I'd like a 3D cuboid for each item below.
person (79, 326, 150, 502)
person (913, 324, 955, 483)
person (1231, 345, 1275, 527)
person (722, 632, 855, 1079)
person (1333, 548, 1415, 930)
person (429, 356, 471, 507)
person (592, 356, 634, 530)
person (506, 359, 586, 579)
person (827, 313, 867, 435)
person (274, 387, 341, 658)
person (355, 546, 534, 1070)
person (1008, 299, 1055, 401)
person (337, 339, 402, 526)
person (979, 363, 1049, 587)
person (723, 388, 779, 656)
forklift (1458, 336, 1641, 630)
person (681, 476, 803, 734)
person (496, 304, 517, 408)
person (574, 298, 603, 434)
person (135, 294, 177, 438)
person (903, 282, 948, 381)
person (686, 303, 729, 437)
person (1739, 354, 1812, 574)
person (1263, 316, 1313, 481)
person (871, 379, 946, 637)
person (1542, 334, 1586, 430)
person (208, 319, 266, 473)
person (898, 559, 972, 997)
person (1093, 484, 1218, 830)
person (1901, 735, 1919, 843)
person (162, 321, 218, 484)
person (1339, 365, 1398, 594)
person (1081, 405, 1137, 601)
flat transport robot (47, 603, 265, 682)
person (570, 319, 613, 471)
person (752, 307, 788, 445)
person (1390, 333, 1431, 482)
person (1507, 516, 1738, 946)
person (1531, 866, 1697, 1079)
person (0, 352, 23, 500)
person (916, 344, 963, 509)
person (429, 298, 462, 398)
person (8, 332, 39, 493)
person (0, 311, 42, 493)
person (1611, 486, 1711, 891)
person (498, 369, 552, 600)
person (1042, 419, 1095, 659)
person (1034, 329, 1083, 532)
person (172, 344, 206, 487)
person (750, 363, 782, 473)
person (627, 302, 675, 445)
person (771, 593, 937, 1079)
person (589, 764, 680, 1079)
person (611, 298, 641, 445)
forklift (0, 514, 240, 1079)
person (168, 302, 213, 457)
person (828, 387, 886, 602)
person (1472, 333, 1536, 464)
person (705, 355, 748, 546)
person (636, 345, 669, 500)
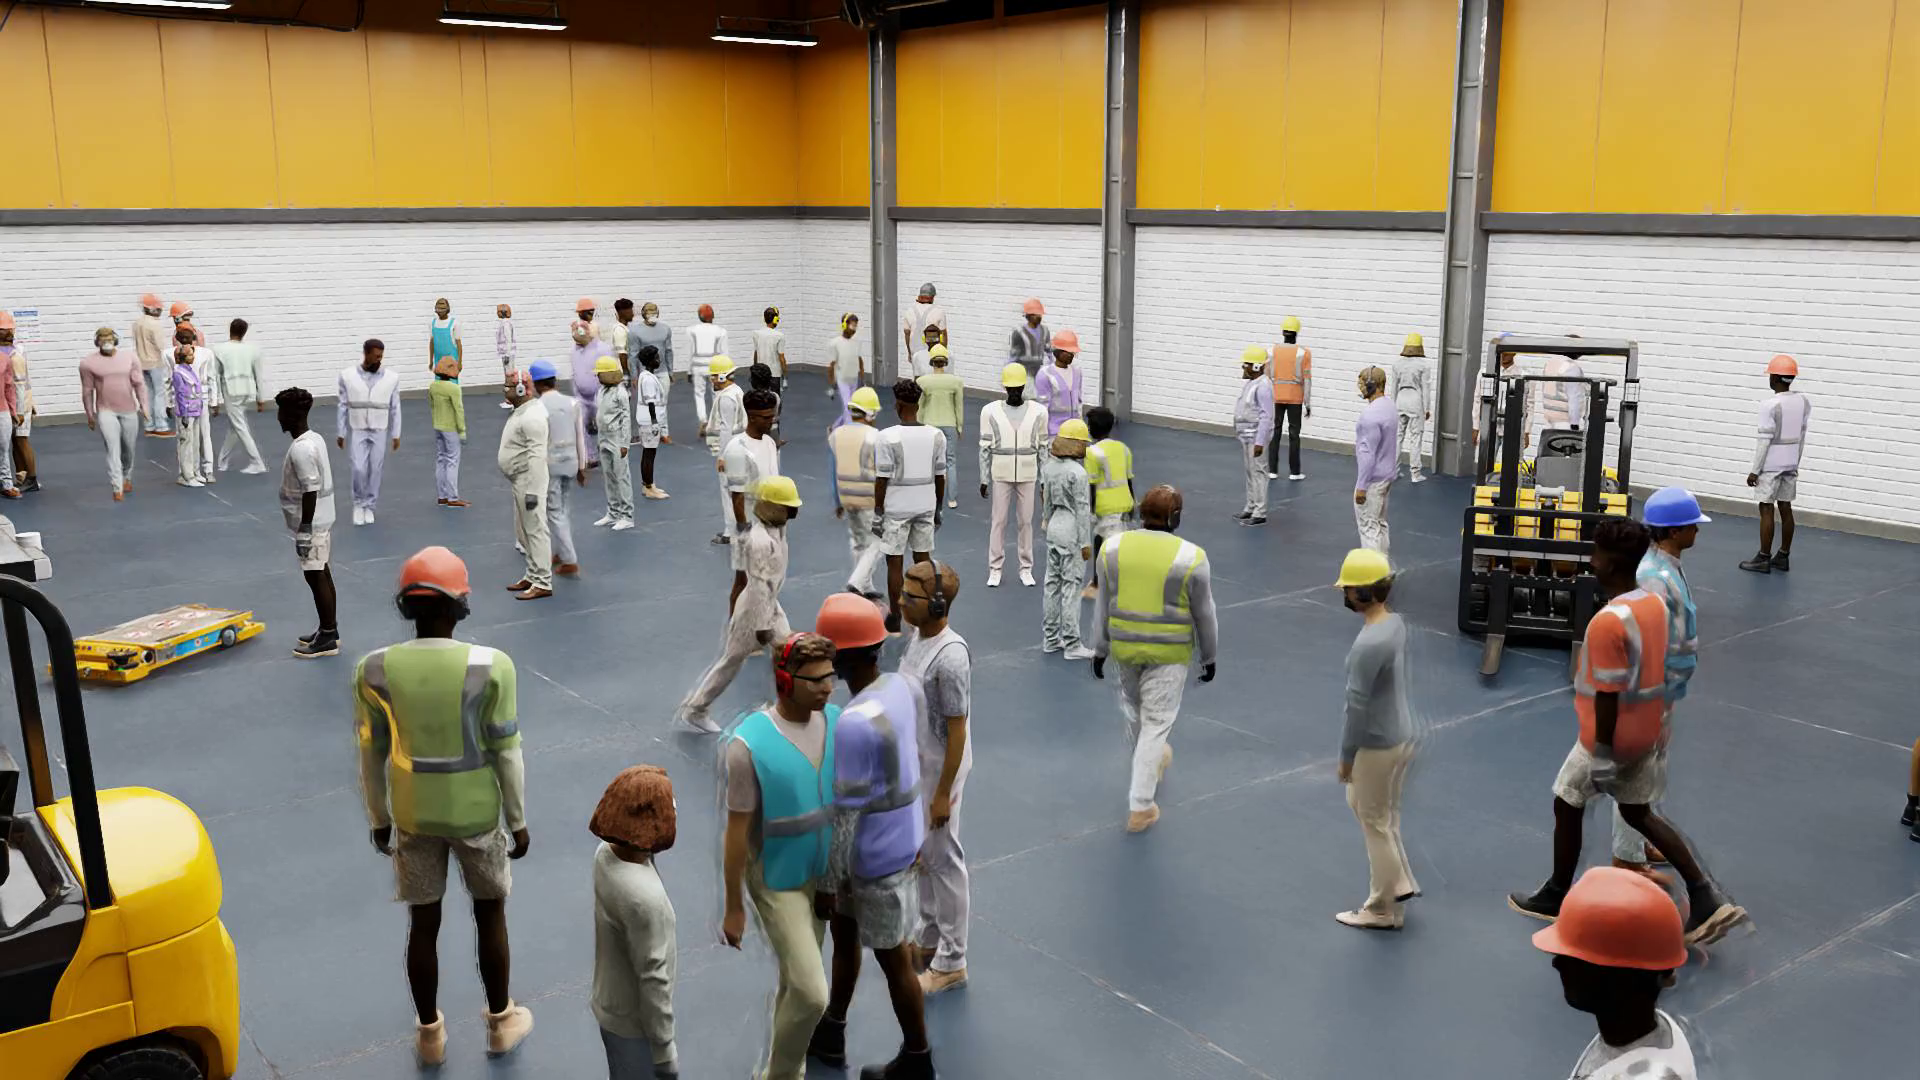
[{"bbox_3d":[-9.359,-1.415,18.435,0.636,1.911,0.903,-8,14,-34],"label":"person"},{"bbox_3d":[-0.297,-1.579,19.309,0.510,1.861,0.324,0,12,-1],"label":"person"},{"bbox_3d":[2.966,-1.049,16.807,0.404,1.833,0.591,0,12,-2],"label":"person"},{"bbox_3d":[-0.558,1.214,5.875,0.510,1.825,0.612,8,14,32],"label":"person"},{"bbox_3d":[1.863,0.905,7.559,0.411,1.743,0.553,5,13,24],"label":"person"},{"bbox_3d":[-5.484,-1.162,17.860,0.503,1.625,0.294,9,15,36],"label":"person"},{"bbox_3d":[-3.493,-0.975,16.673,0.302,1.740,0.494,-11,16,-44],"label":"person"},{"bbox_3d":[-3.572,-0.621,14.540,0.677,1.913,0.632,7,14,32],"label":"person"},{"bbox_3d":[-1.505,-2.045,21.628,0.503,1.839,0.785,-11,16,-42],"label":"person"},{"bbox_3d":[-4.725,-0.133,12.059,0.361,1.963,0.612,-3,12,-13],"label":"person"},{"bbox_3d":[-1.953,1.022,6.356,0.623,2.026,0.449,0,12,2],"label":"person"},{"bbox_3d":[0.972,-2.171,21.856,1.077,1.976,0.620,11,16,43],"label":"person"},{"bbox_3d":[-5.973,-1.084,16.859,0.631,1.874,0.584,-5,13,-24],"label":"person"},{"bbox_3d":[0.463,-0.549,14.162,0.594,1.924,0.382,-1,12,-4],"label":"person"},{"bbox_3d":[-1.484,-0.137,12.119,0.378,1.955,0.602,6,13,25],"label":"person"},{"bbox_3d":[4.683,-0.471,13.136,1.214,2.155,2.313,4,12,20],"label":"forklift"},{"bbox_3d":[-1.281,0.420,10.121,0.948,1.671,0.495,3,12,15],"label":"person"},{"bbox_3d":[-7.143,-2.900,26.215,0.306,1.640,0.522,-4,12,-19],"label":"person"},{"bbox_3d":[-5.221,-2.400,23.141,0.629,1.908,0.587,-2,12,-11],"label":"person"},{"bbox_3d":[-11.106,-2.392,22.974,0.660,1.979,0.414,9,15,37],"label":"person"},{"bbox_3d":[-0.472,-2.844,24.969,0.689,2.000,0.539,5,13,22],"label":"person"},{"bbox_3d":[-3.459,-2.310,22.810,0.609,1.866,0.715,-1,12,-3],"label":"person"},{"bbox_3d":[7.205,-0.669,14.712,0.542,1.939,0.363,-5,13,-21],"label":"person"},{"bbox_3d":[3.821,-1.646,19.499,0.634,1.927,0.411,6,13,27],"label":"person"},{"bbox_3d":[-0.390,-0.239,12.616,0.615,1.952,0.386,-7,14,-32],"label":"person"},{"bbox_3d":[6.569,-1.319,18.095,0.429,1.840,0.629,-2,12,-8],"label":"person"},{"bbox_3d":[-8.751,-1.736,20.100,0.889,1.858,0.582,6,13,28],"label":"person"},{"bbox_3d":[-0.129,0.983,6.962,0.345,1.847,0.508,-4,12,-20],"label":"person"},{"bbox_3d":[1.106,0.579,8.996,0.646,1.801,0.938,7,13,29],"label":"person"},{"bbox_3d":[5.151,0.615,8.529,0.383,1.933,0.552,5,13,22],"label":"person"},{"bbox_3d":[-8.920,-1.591,19.295,0.572,1.887,0.356,-4,12,-20],"label":"person"},{"bbox_3d":[3.448,-0.493,13.899,0.382,1.930,0.636,6,13,28],"label":"person"},{"bbox_3d":[1.291,-0.252,13.414,0.837,1.647,0.536,8,14,35],"label":"person"},{"bbox_3d":[-5.789,0.721,12.049,0.652,0.197,1.431,3,12,15],"label":"flat transport robot"},{"bbox_3d":[-4.371,-1.688,19.822,0.670,1.871,0.420,7,14,31],"label":"person"},{"bbox_3d":[-2.533,-2.180,22.224,0.529,1.857,0.334,5,13,24],"label":"person"},{"bbox_3d":[5.287,-1.558,19.514,0.490,1.737,0.320,11,16,43],"label":"person"},{"bbox_3d":[2.990,0.852,7.382,0.596,1.928,0.933,-11,16,-44],"label":"person"},{"bbox_3d":[1.495,1.643,3.601,0.769,1.921,0.546,4,12,18],"label":"person"},{"bbox_3d":[-10.582,-1.373,18.116,0.367,1.939,0.635,8,14,33],"label":"person"},{"bbox_3d":[-0.229,-1.204,17.742,0.527,1.760,0.345,-2,12,-9],"label":"person"},{"bbox_3d":[-7.572,-2.643,24.508,0.512,1.838,0.336,3,12,15],"label":"person"},{"bbox_3d":[-10.668,-1.490,18.735,0.390,1.923,0.549,-11,16,-41],"label":"person"},{"bbox_3d":[-10.660,-1.541,18.670,0.377,2.045,0.605,4,12,18],"label":"person"},{"bbox_3d":[3.363,0.701,8.067,0.375,1.950,0.615,6,13,25],"label":"person"},{"bbox_3d":[-3.611,-0.462,13.792,0.400,1.910,0.643,-5,13,-22],"label":"person"},{"bbox_3d":[0.799,-0.011,12.033,0.311,1.735,0.484,-7,14,-32],"label":"person"},{"bbox_3d":[1.008,-1.058,16.389,0.611,2.030,0.410,-11,16,-43],"label":"person"},{"bbox_3d":[-8.863,-1.432,19.127,0.308,1.641,0.517,-1,12,-7],"label":"person"},{"bbox_3d":[-1.952,-0.902,16.428,0.318,1.697,0.535,5,13,24],"label":"person"},{"bbox_3d":[-4.112,-2.215,22.218,0.635,1.929,0.382,-9,15,-36],"label":"person"},{"bbox_3d":[-0.437,1.125,6.121,0.811,1.906,0.566,3,12,12],"label":"person"},{"bbox_3d":[-0.988,1.476,5.122,0.278,1.628,0.505,-6,13,-25],"label":"person"},{"bbox_3d":[-4.501,-2.268,22.370,0.367,1.966,0.607,-3,12,-13],"label":"person"},{"bbox_3d":[-3.687,1.115,5.480,2.313,2.155,1.214,-9,15,-36],"label":"forklift"},{"bbox_3d":[-9.888,-2.059,21.327,0.410,1.980,0.630,1,12,5],"label":"person"},{"bbox_3d":[-0.791,-0.322,13.358,0.613,1.817,0.681,9,15,38],"label":"person"},{"bbox_3d":[5.517,-1.132,16.928,0.605,1.948,0.391,6,13,26],"label":"person"},{"bbox_3d":[-2.225,-0.857,15.927,0.403,1.817,0.601,0,12,-1],"label":"person"},{"bbox_3d":[-3.403,-1.297,18.334,0.320,1.698,0.531,-3,12,-16],"label":"person"}]
